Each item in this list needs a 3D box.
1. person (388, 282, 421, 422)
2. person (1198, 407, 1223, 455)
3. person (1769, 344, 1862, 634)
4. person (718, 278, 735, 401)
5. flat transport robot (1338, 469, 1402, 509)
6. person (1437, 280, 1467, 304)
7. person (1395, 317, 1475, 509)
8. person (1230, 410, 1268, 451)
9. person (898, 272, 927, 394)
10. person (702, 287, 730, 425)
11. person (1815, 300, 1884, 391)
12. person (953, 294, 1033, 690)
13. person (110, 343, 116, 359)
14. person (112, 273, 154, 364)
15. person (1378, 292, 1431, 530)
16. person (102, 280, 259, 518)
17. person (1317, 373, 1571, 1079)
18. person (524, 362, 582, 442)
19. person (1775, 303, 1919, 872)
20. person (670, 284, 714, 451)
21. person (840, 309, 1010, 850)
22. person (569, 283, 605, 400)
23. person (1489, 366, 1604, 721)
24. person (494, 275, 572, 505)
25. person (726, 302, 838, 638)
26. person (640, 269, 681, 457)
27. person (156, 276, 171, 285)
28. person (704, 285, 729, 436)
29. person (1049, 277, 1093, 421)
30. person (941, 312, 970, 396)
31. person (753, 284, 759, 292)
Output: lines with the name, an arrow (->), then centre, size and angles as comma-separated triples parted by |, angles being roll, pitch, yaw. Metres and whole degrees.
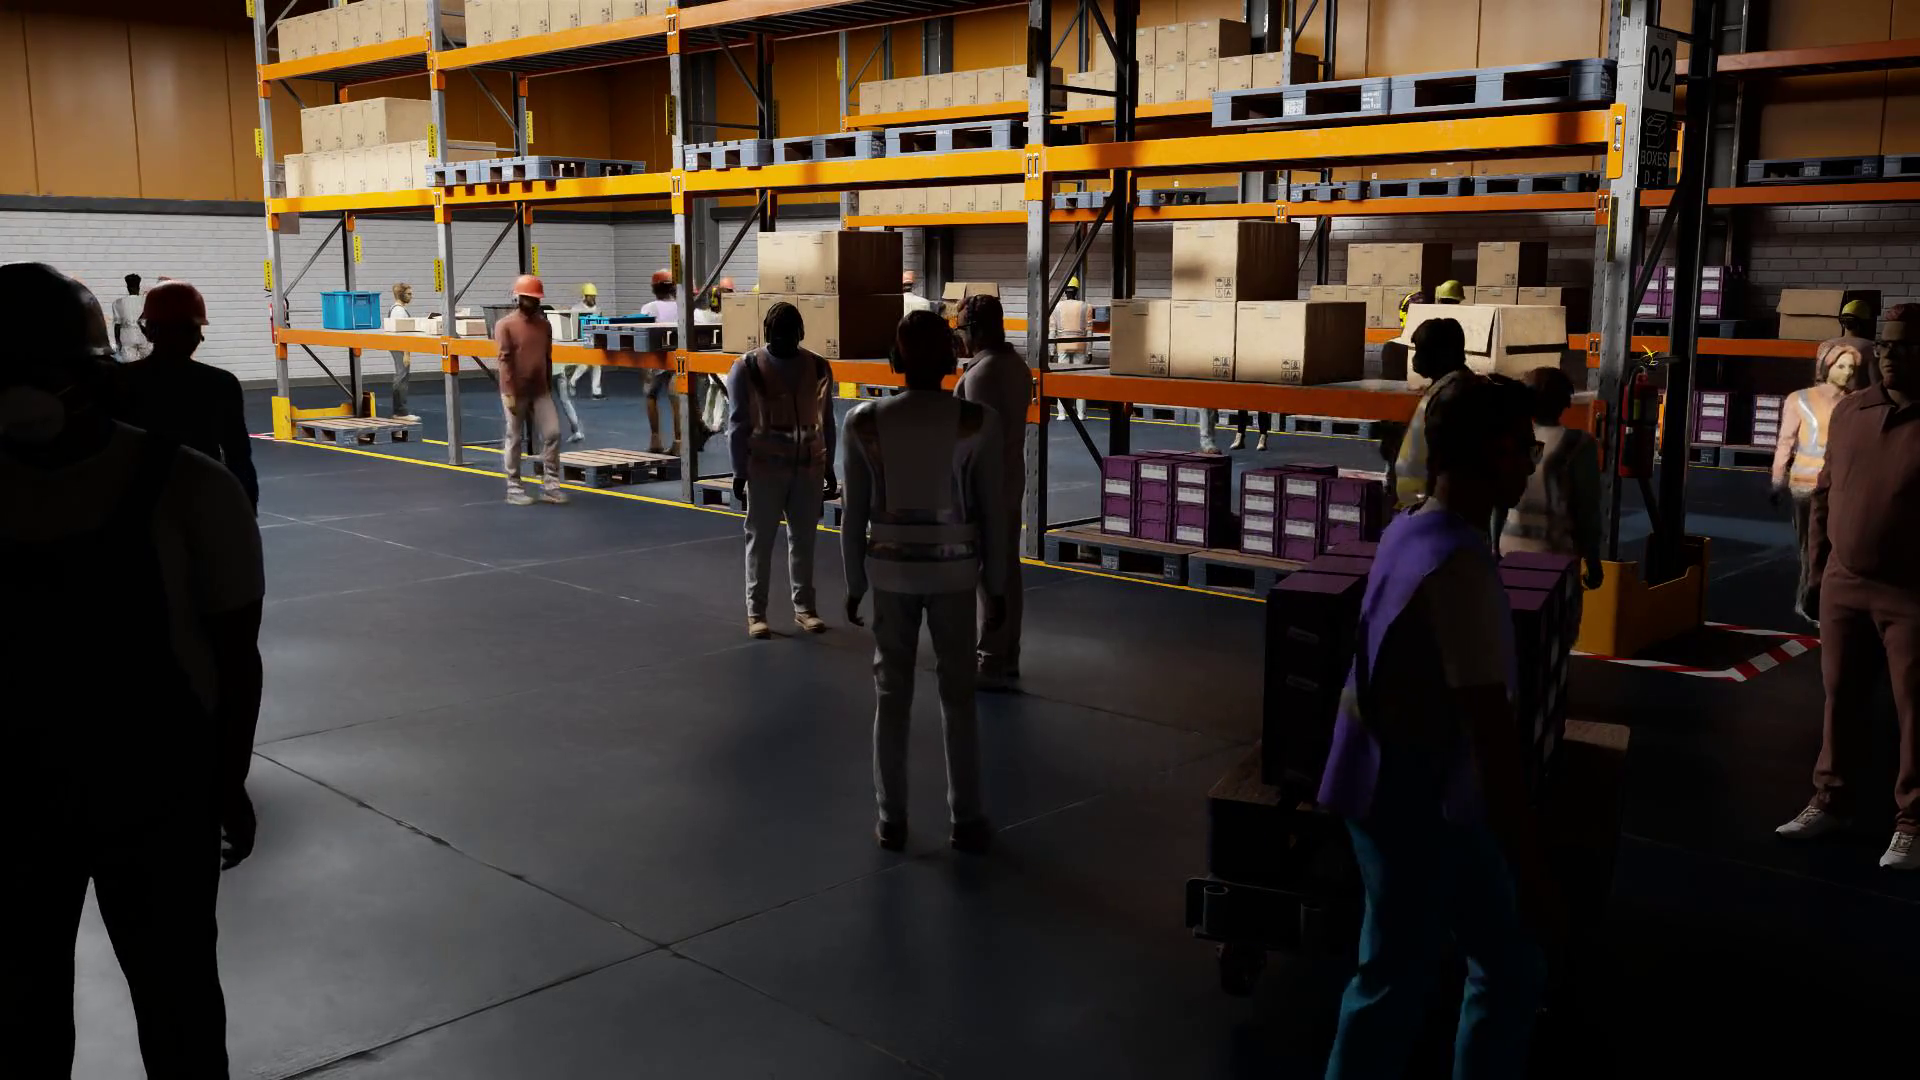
person -> -7.392, -2.485, 22.049 | 0.328, 1.842, 0.515 | -5, 10, -28
person -> 2.658, -1.759, 17.491 | 0.651, 1.879, 1.052 | -2, 9, -9
person -> 4.854, -0.276, 9.244 | 0.547, 1.595, 0.832 | 1, 9, 3
person -> -3.449, -2.911, 24.545 | 0.565, 1.883, 0.984 | -6, 11, -33
flat transport robot -> 3.503, -0.460, 14.444 | 0.652, 0.197, 1.431 | -7, 12, -38
person -> 4.563, -1.479, 15.661 | 0.618, 1.911, 0.419 | -5, 10, -28
person -> 2.335, -0.139, 7.783 | 0.792, 1.807, 0.636 | 3, 10, 20
person -> 3.266, -1.837, 18.525 | 0.540, 1.695, 0.317 | 5, 11, 28
person -> -0.717, -2.657, 22.751 | 0.650, 1.977, 0.475 | -4, 10, -21
person -> -2.803, -2.015, 19.301 | 1.028, 1.807, 0.530 | 3, 10, 16
person -> 7.364, -1.100, 13.797 | 0.318, 1.769, 0.522 | -8, 12, -42
person -> 0.116, -0.226, 8.032 | 0.407, 1.902, 0.639 | 3, 10, 18
person -> -8.291, -1.342, 15.776 | 0.845, 1.588, 0.543 | 5, 11, 29
person -> -11.901, -2.870, 24.070 | 0.606, 1.958, 0.375 | -4, 10, -22
person -> 3.021, -0.719, 11.146 | 0.510, 1.872, 0.329 | -5, 11, -29
person -> -3.274, -0.100, 7.016 | 0.438, 1.974, 0.636 | 9, 13, 42
person -> 1.042, 0.584, 3.341 | 0.697, 1.812, 0.634 | 3, 10, 16
person -> -4.757, -1.927, 19.415 | 0.872, 1.590, 0.510 | 6, 11, 33
person -> 3.165, 0.156, 5.664 | 0.407, 1.910, 0.638 | -5, 11, -30
person -> -2.985, -1.917, 18.348 | 0.537, 1.915, 0.596 | 5, 10, 26
person -> -0.120, 0.147, 5.786 | 0.584, 1.883, 0.337 | 1, 9, 6
person -> -5.774, -3.064, 25.711 | 0.611, 1.816, 0.605 | 9, 13, 43
person -> 2.428, 0.074, 7.055 | 0.626, 1.614, 0.517 | -5, 11, -30
person -> -3.637, -1.252, 14.118 | 0.747, 1.966, 0.632 | 8, 12, 40
person -> -0.963, -0.385, 9.180 | 0.634, 1.841, 0.429 | -5, 10, -26
person -> -3.176, -1.898, 17.915 | 0.618, 2.016, 0.649 | -6, 11, -32
person -> -12.028, -3.038, 25.250 | 0.410, 1.909, 0.643 | 6, 11, 31
person -> -2.879, -2.174, 20.197 | 0.619, 1.836, 0.431 | 5, 10, 26
person -> 1.478, -2.534, 22.109 | 0.585, 1.922, 0.377 | 1, 9, 6
person -> 0.106, -1.196, 14.431 | 0.543, 1.746, 0.577 | -8, 12, -42
person -> -2.557, -2.405, 21.591 | 0.591, 1.833, 0.404 | -9, 13, -42
